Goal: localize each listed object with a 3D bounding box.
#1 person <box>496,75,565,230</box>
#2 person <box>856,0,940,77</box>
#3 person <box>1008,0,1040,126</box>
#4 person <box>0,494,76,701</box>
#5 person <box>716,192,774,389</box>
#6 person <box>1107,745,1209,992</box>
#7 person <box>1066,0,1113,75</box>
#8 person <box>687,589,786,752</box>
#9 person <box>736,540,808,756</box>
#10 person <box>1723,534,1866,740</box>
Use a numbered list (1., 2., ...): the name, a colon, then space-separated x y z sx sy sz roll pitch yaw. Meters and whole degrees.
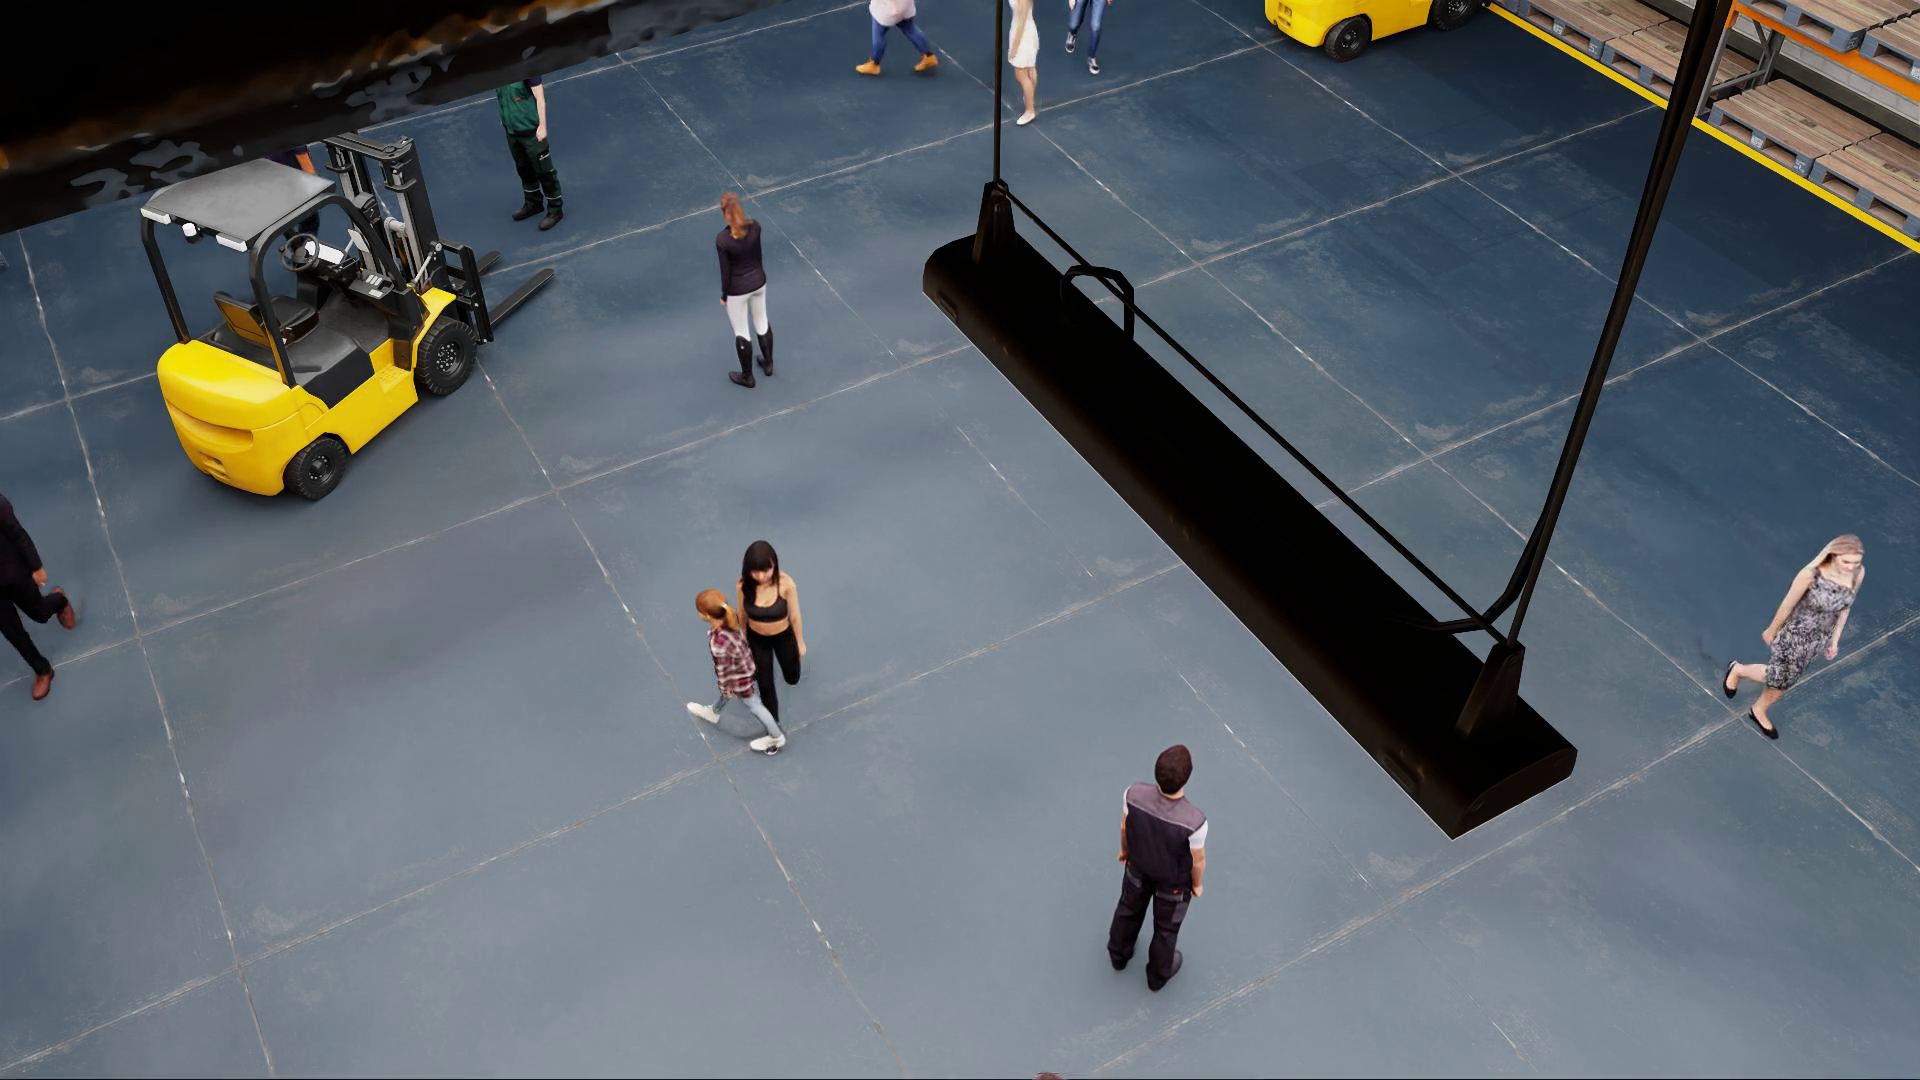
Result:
1. person: -3.814 -3.651 14.589 0.684 1.901 0.813 24 49 23
2. person: -0.567 -5.415 16.583 1.148 1.705 1.142 6 44 6
3. person: 0.647 -4.883 16.042 0.884 1.680 0.736 11 45 11
4. person: -6.130 0.150 10.627 0.903 1.863 1.114 -8 44 -8
5. person: -1.675 -1.944 12.921 0.620 1.730 0.608 -32 52 -29
6. person: 1.073 1.762 8.949 0.688 1.844 0.805 25 49 24
7. person: 1.305 -5.592 16.775 0.864 1.695 0.973 0 44 0
8. person: -1.327 0.818 10.369 0.933 1.252 0.908 5 44 5
9. person: -1.158 0.575 10.350 0.854 1.630 1.012 1 44 1
10. person: 5.202 0.517 10.368 0.699 1.689 0.819 -5 44 -6
